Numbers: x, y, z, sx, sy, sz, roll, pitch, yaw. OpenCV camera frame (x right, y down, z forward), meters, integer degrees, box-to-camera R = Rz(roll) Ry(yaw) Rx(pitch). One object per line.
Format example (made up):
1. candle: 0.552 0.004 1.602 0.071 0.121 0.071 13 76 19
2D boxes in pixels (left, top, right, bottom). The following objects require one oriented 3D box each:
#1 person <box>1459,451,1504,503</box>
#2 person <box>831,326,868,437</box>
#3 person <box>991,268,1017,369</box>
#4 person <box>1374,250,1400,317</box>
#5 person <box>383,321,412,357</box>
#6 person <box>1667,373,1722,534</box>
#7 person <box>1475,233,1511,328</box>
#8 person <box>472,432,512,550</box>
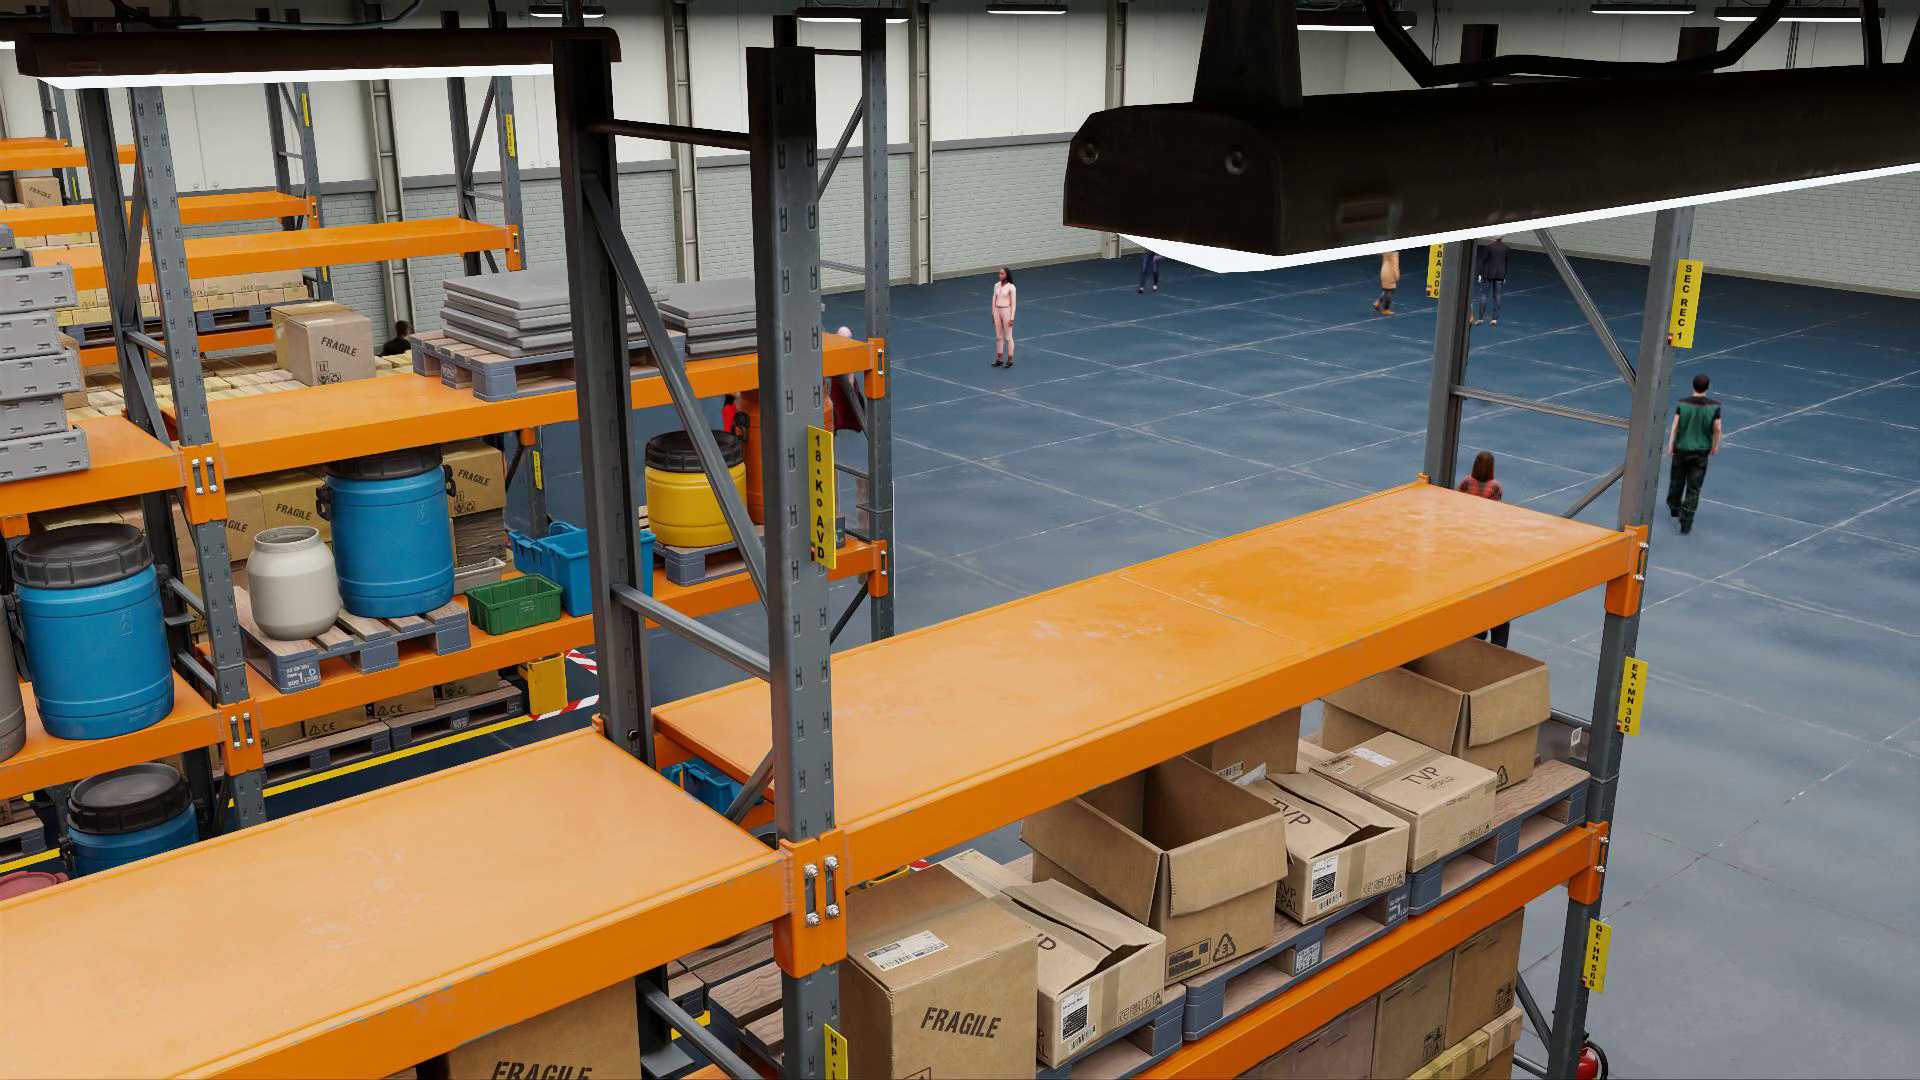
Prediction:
1. person: 5.294 -0.049 17.153 0.904 1.655 1.157 8 20 24
2. person: -1.731 -2.257 24.019 0.690 1.601 1.059 17 24 41
3. person: 0.764 -3.846 28.704 0.652 1.722 0.597 14 23 37
4. person: 8.527 -5.346 33.326 0.898 1.712 0.824 -5 19 -15
5. person: -7.868 -2.169 23.490 1.183 1.762 1.121 -6 19 -18
6. person: 8.702 -1.007 19.770 0.994 1.855 1.251 8 20 24
7. person: 9.371 -4.656 29.337 0.820 1.782 0.789 2 18 5
8. person: -5.270 -0.728 18.945 0.673 1.836 0.676 -17 25 -42
